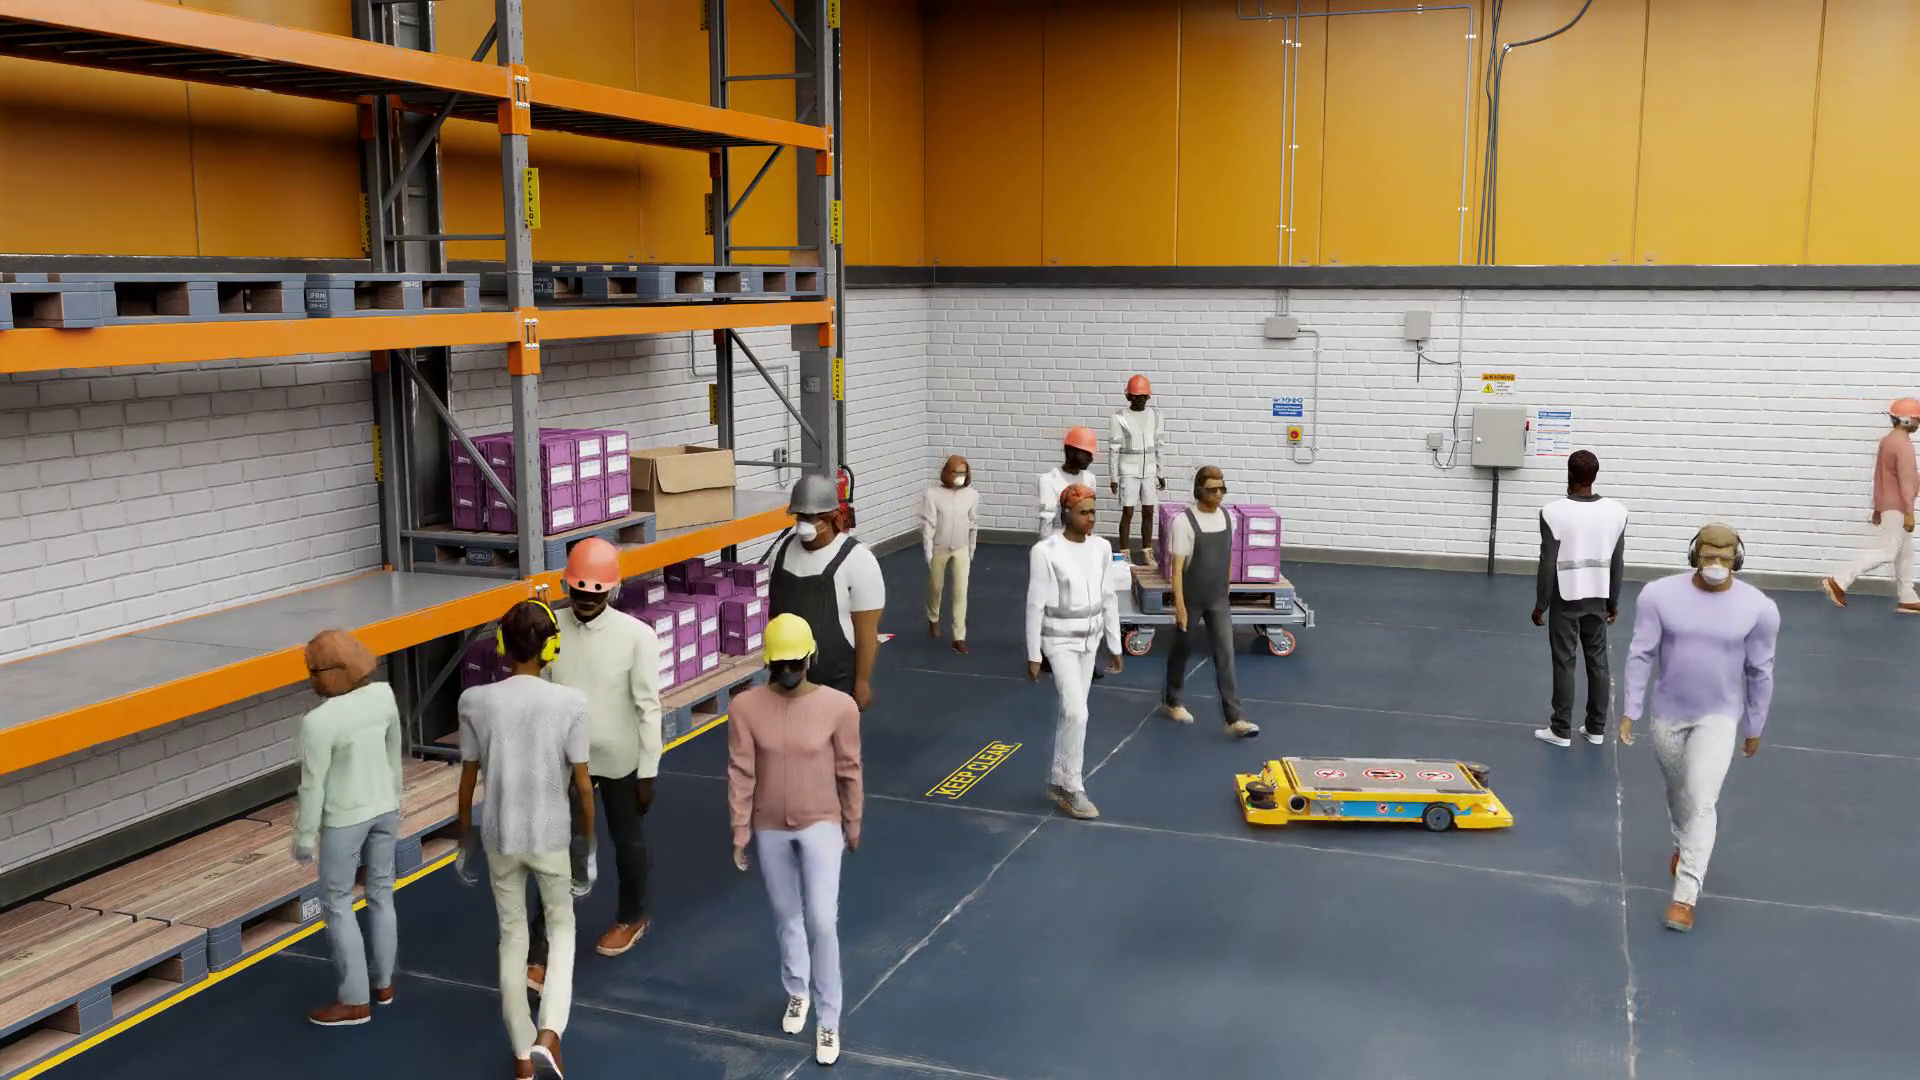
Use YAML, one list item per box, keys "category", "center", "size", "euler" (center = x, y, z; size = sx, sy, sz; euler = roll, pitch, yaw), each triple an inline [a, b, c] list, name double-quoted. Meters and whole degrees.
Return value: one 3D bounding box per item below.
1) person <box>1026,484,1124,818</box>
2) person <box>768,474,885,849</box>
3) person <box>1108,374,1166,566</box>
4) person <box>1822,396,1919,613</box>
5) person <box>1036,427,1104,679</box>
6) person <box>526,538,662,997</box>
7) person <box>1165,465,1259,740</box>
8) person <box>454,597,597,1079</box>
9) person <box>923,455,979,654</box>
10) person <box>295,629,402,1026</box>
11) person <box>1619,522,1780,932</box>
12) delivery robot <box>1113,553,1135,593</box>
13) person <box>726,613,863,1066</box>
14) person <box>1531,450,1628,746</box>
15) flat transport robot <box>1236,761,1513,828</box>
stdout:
- category: "person"
  center: [0.706, 0.625, 9.327]
  size: [0.604, 1.865, 0.648]
  euler: [-8, 12, -40]
- category: "person"
  center: [-0.743, 0.648, 8.650]
  size: [0.707, 2.000, 0.553]
  euler: [5, 10, 29]
- category: "person"
  center: [1.827, -0.687, 17.073]
  size: [0.620, 2.030, 0.405]
  euler: [-3, 10, -20]
- category: "person"
  center: [8.303, -0.307, 14.896]
  size: [0.902, 1.969, 0.623]
  euler: [3, 10, 18]
- category: "person"
  center: [0.830, 0.109, 12.475]
  size: [0.590, 1.889, 0.847]
  euler: [-4, 10, -26]
- category: "person"
  center: [-1.574, 0.949, 7.083]
  size: [0.640, 1.930, 1.043]
  euler: [2, 9, 13]
- category: "person"
  center: [1.622, 0.403, 10.967]
  size: [0.534, 1.790, 0.982]
  euler: [-4, 10, -24]
- category: "person"
  center: [-1.624, 1.145, 6.158]
  size: [0.542, 1.849, 0.476]
  euler: [-1, 9, -7]
- category: "person"
  center: [-0.101, 0.076, 13.617]
  size: [0.509, 1.597, 0.827]
  euler: [-3, 9, -17]
- category: "person"
  center: [-2.462, 1.153, 6.793]
  size: [0.317, 1.625, 0.547]
  euler: [4, 10, 26]
- category: "person"
  center: [3.564, 0.829, 8.015]
  size: [0.638, 1.895, 1.037]
  euler: [6, 11, 33]
- category: "delivery robot"
  center: [1.391, 0.362, 14.803]
  size: [0.707, 0.478, 0.477]
  euler: [-1, 9, -4]
- category: "person"
  center: [-0.653, 1.143, 6.466]
  size: [0.513, 1.738, 0.683]
  euler: [1, 9, 7]
- category: "person"
  center: [3.984, 0.380, 10.715]
  size: [0.590, 1.919, 0.393]
  euler: [-1, 9, -9]
- category: "flat transport robot"
  center: [2.308, 1.414, 9.373]
  size: [1.431, 0.197, 0.652]
  euler: [1, 9, 4]
